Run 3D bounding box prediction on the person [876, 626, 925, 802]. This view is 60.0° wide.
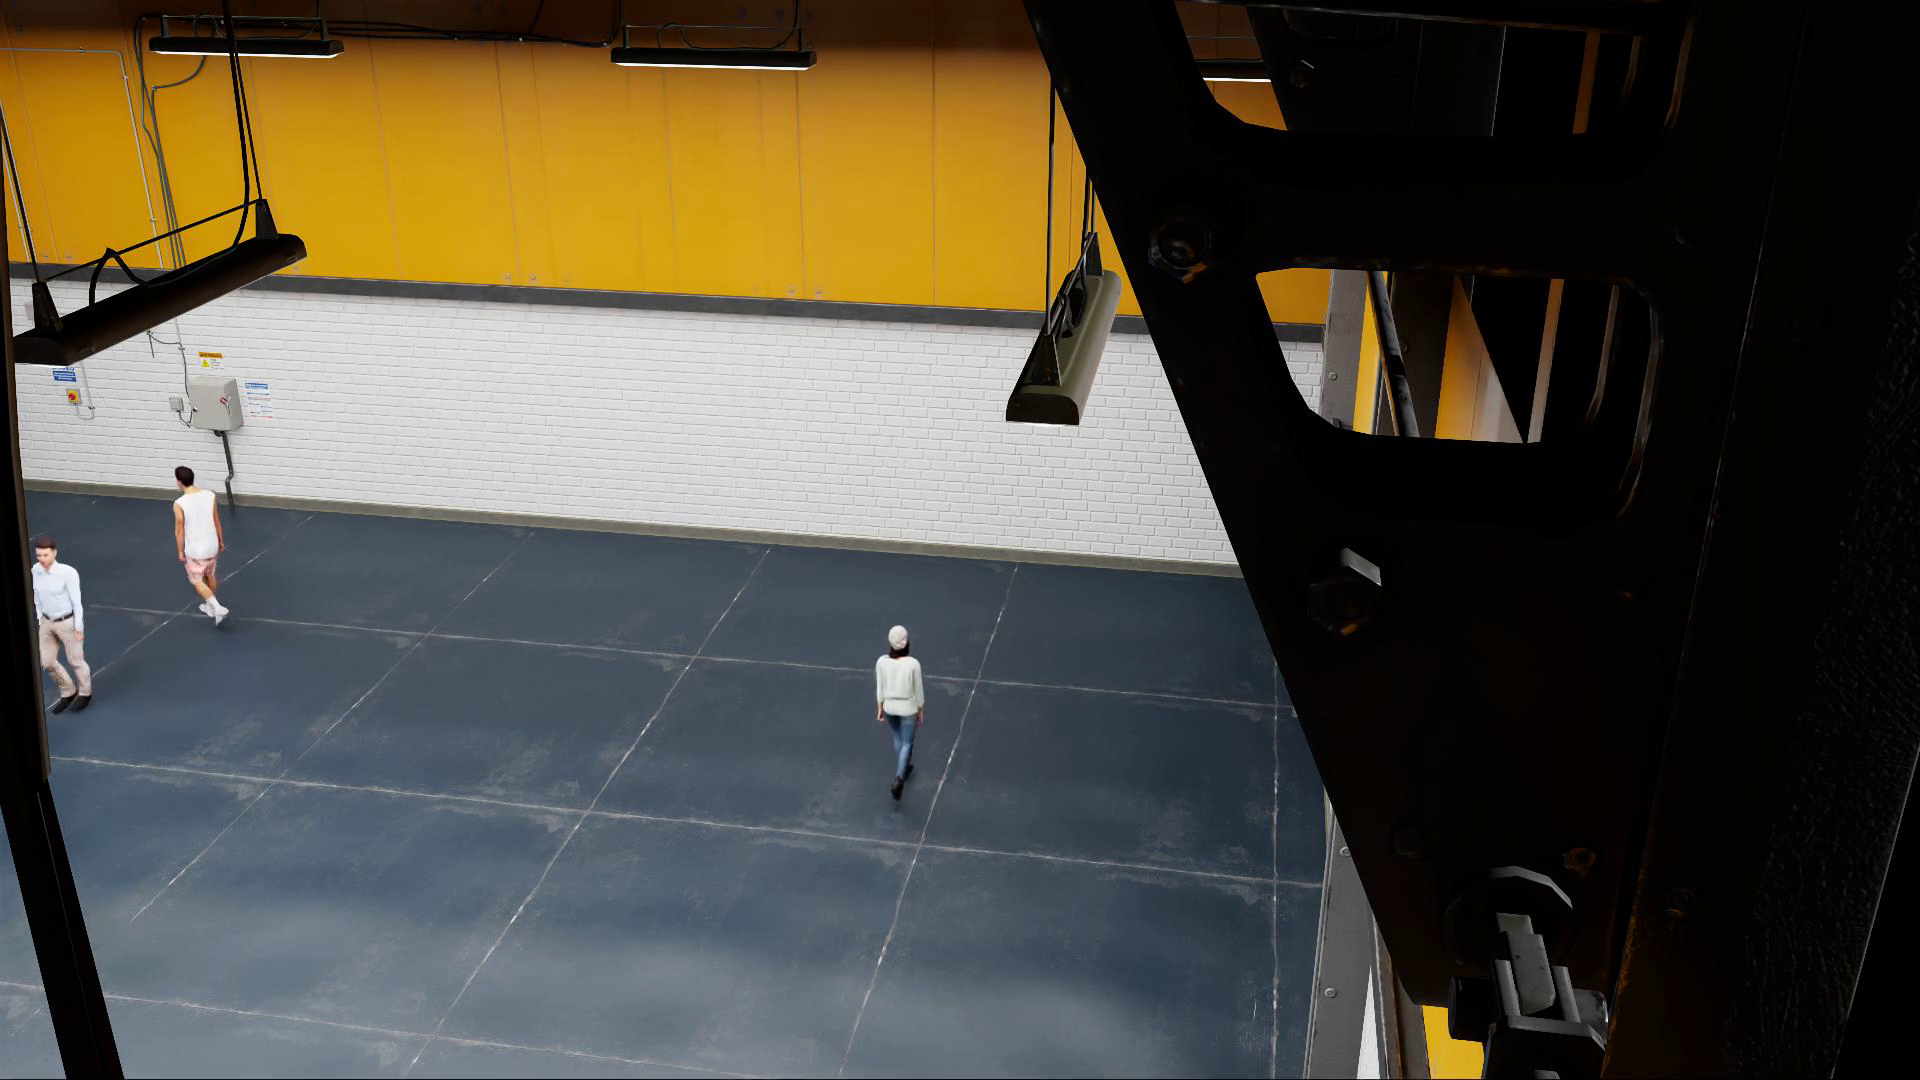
[{"bbox_3d":[-0.537,1.529,14.697,0.589,1.624,0.996,5,24,11],"label":"person"}]

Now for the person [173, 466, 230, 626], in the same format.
[{"bbox_3d":[-8.109,0.088,17.813,0.974,1.769,1.000,17,29,34],"label":"person"}]

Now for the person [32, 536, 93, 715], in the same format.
[{"bbox_3d":[-8.668,0.788,16.146,0.674,1.822,0.633,3,24,6],"label":"person"}]
